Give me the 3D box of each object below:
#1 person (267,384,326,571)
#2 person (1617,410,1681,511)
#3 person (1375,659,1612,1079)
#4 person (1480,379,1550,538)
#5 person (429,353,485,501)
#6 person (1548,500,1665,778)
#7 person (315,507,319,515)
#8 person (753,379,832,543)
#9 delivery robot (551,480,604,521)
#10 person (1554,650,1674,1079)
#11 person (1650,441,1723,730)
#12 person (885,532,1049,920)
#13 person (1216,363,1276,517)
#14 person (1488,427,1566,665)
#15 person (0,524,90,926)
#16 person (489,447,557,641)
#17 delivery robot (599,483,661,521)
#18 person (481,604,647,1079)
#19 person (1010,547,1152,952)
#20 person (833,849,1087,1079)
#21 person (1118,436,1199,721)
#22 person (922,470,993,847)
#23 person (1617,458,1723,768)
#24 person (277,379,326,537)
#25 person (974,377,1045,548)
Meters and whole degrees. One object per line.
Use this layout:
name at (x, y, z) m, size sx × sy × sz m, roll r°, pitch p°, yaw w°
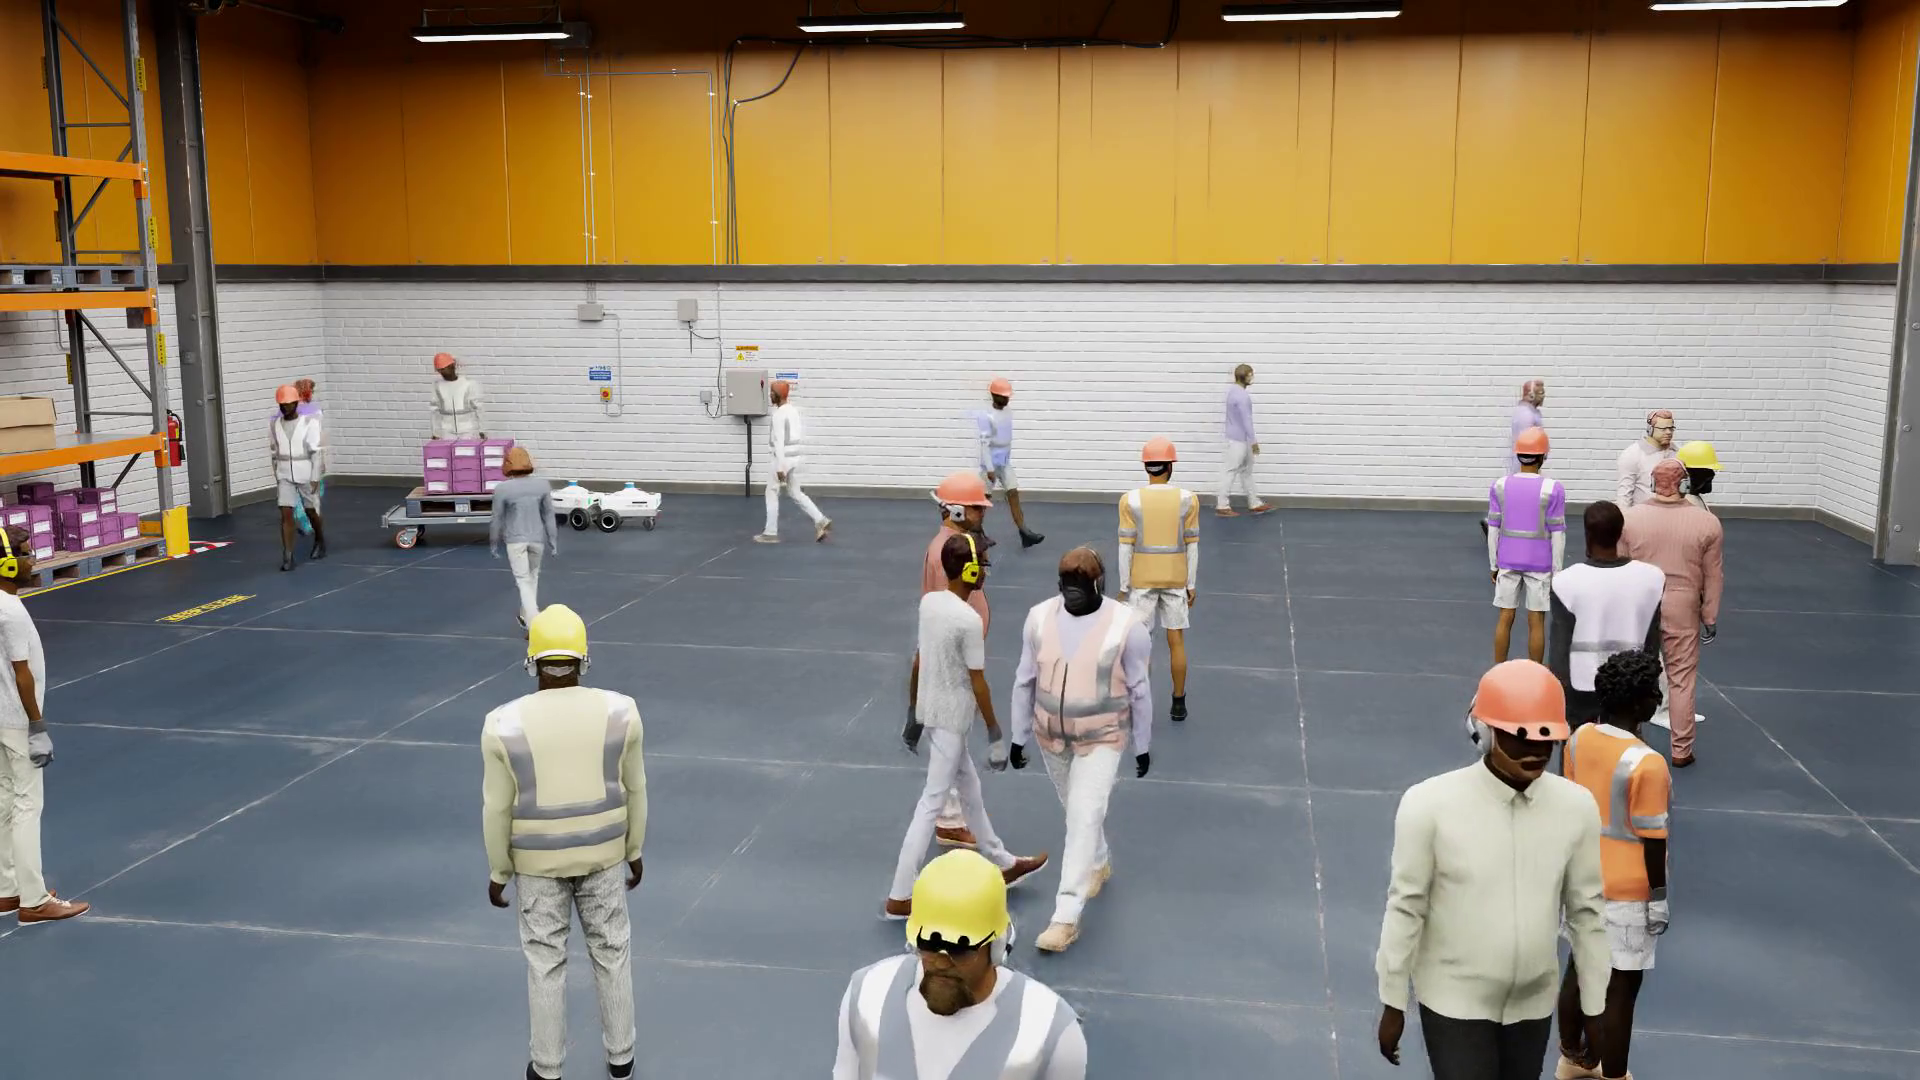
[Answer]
person at (-6.841, -0.674, 17.204) m, size 0.545 × 1.907 × 0.908 m, roll -1°, pitch 9°, yaw -6°
person at (5.784, -0.137, 13.868) m, size 0.645 × 1.902 × 0.400 m, roll -2°, pitch 9°, yaw -15°
person at (1.518, 1.302, 4.670) m, size 0.650 × 1.978 × 0.474 m, roll -2°, pitch 9°, yaw -12°
person at (6.110, -0.810, 18.076) m, size 0.702 × 1.883 × 0.657 m, roll 2°, pitch 9°, yaw 15°
person at (-6.540, -1.442, 21.684) m, size 0.683 × 1.994 × 0.530 m, roll -1°, pitch 9°, yaw -9°
person at (3.260, 0.746, 8.407) m, size 0.596 × 1.899 × 0.812 m, roll 0°, pitch 9°, yaw 2°
person at (-7.820, -0.953, 19.818) m, size 0.384 × 1.605 × 0.656 m, roll -6°, pitch 11°, yaw -31°
person at (-1.884, -0.867, 18.546) m, size 0.846 × 1.856 × 0.579 m, roll 4°, pitch 10°, yaw 22°
delivery robot at (-4.590, -0.464, 19.754) m, size 0.707 × 0.478 × 0.477 m, roll 4°, pitch 10°, yaw 23°
person at (2.370, 1.228, 6.004) m, size 0.318 × 1.700 × 0.535 m, roll -2°, pitch 9°, yaw -13°
person at (4.829, 0.297, 11.072) m, size 0.369 × 1.928 × 0.586 m, roll 7°, pitch 11°, yaw 36°
person at (0.046, 0.869, 7.862) m, size 0.957 × 1.819 × 0.560 m, roll -4°, pitch 10°, yaw -24°
person at (3.543, -1.225, 20.637) m, size 0.652 × 1.933 × 0.642 m, roll 1°, pitch 9°, yaw 5°
person at (4.042, 0.161, 11.875) m, size 0.545 × 1.942 × 0.354 m, roll 7°, pitch 11°, yaw 36°
person at (-4.399, 0.858, 7.771) m, size 0.519 × 1.874 × 0.326 m, roll 7°, pitch 12°, yaw 37°
person at (-3.660, 0.022, 13.797) m, size 0.519 × 1.588 × 0.831 m, roll -8°, pitch 12°, yaw -39°
delivery robot at (-3.875, -0.432, 19.557) m, size 0.707 × 0.478 × 0.477 m, roll -1°, pitch 9°, yaw -5°
person at (-1.445, 1.144, 6.112) m, size 0.591 × 1.834 × 0.404 m, roll -4°, pitch 10°, yaw -21°
person at (0.564, 0.905, 7.746) m, size 0.642 × 1.793 × 0.996 m, roll 5°, pitch 11°, yaw 29°
person at (-0.012, 1.544, 3.820) m, size 0.595 × 1.791 × 0.939 m, roll 4°, pitch 10°, yaw 24°
person at (1.330, 0.268, 11.236) m, size 0.547 × 1.934 × 0.375 m, roll 0°, pitch 9°, yaw -1°
person at (-0.014, 0.621, 8.861) m, size 0.379 × 1.994 × 0.611 m, roll 0°, pitch 9°, yaw -3°
person at (4.320, 0.444, 10.233) m, size 0.651 × 1.904 × 0.403 m, roll 4°, pitch 10°, yaw 21°
person at (-7.490, -0.913, 18.893) m, size 0.582 × 1.823 × 0.539 m, roll 2°, pitch 9°, yaw 12°
person at (0.488, -0.824, 18.151) m, size 0.965 × 1.885 × 0.556 m, roll 8°, pitch 12°, yaw 42°
